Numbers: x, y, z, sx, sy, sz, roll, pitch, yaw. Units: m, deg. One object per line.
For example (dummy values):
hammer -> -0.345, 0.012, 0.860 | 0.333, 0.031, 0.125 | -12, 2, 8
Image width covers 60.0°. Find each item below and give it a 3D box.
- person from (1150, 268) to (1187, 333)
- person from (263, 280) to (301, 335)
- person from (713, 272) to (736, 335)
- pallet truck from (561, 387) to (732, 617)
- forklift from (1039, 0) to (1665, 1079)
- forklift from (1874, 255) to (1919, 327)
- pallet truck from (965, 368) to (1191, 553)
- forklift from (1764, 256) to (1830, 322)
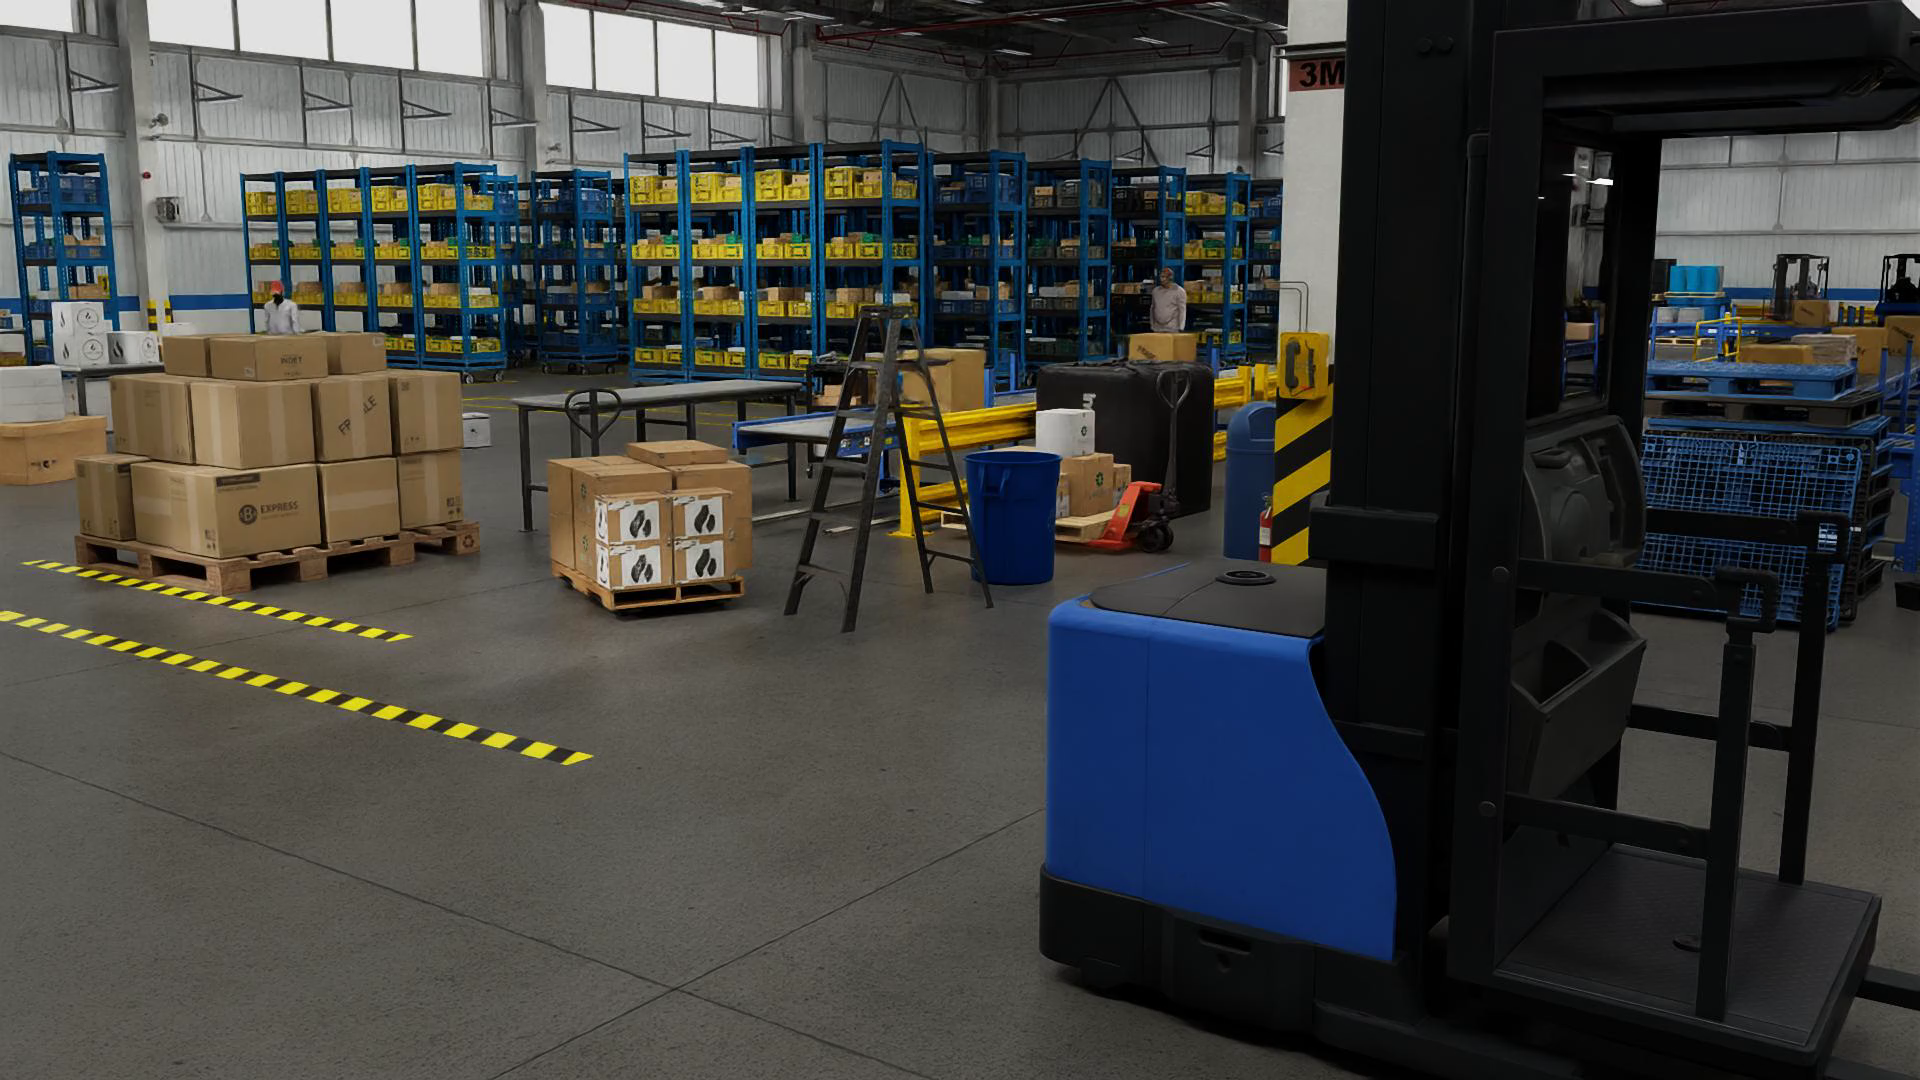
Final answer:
person -> 3.378, -3.489, 27.232 | 0.640, 1.904, 0.401 | 7, 12, 37
person -> -10.720, -3.261, 26.407 | 0.573, 1.726, 0.748 | 0, 10, 0
person -> -4.288, -3.998, 30.445 | 0.564, 1.839, 0.395 | 7, 12, 37
pallet truck -> -1.981, -0.274, 10.088 | 0.680, 1.201, 1.601 | -5, 11, -28
forklift -> 1.249, -0.137, 4.360 | 1.873, 2.768, 1.129 | 7, 12, 35
forklift -> 22.089, -5.634, 38.796 | 1.157, 1.987, 2.680 | 6, 11, 33
pallet truck -> 0.845, -0.609, 11.869 | 1.630, 1.274, 0.653 | 7, 12, 35
forklift -> 20.253, -5.854, 40.139 | 1.157, 1.987, 2.680 | 7, 12, 35
